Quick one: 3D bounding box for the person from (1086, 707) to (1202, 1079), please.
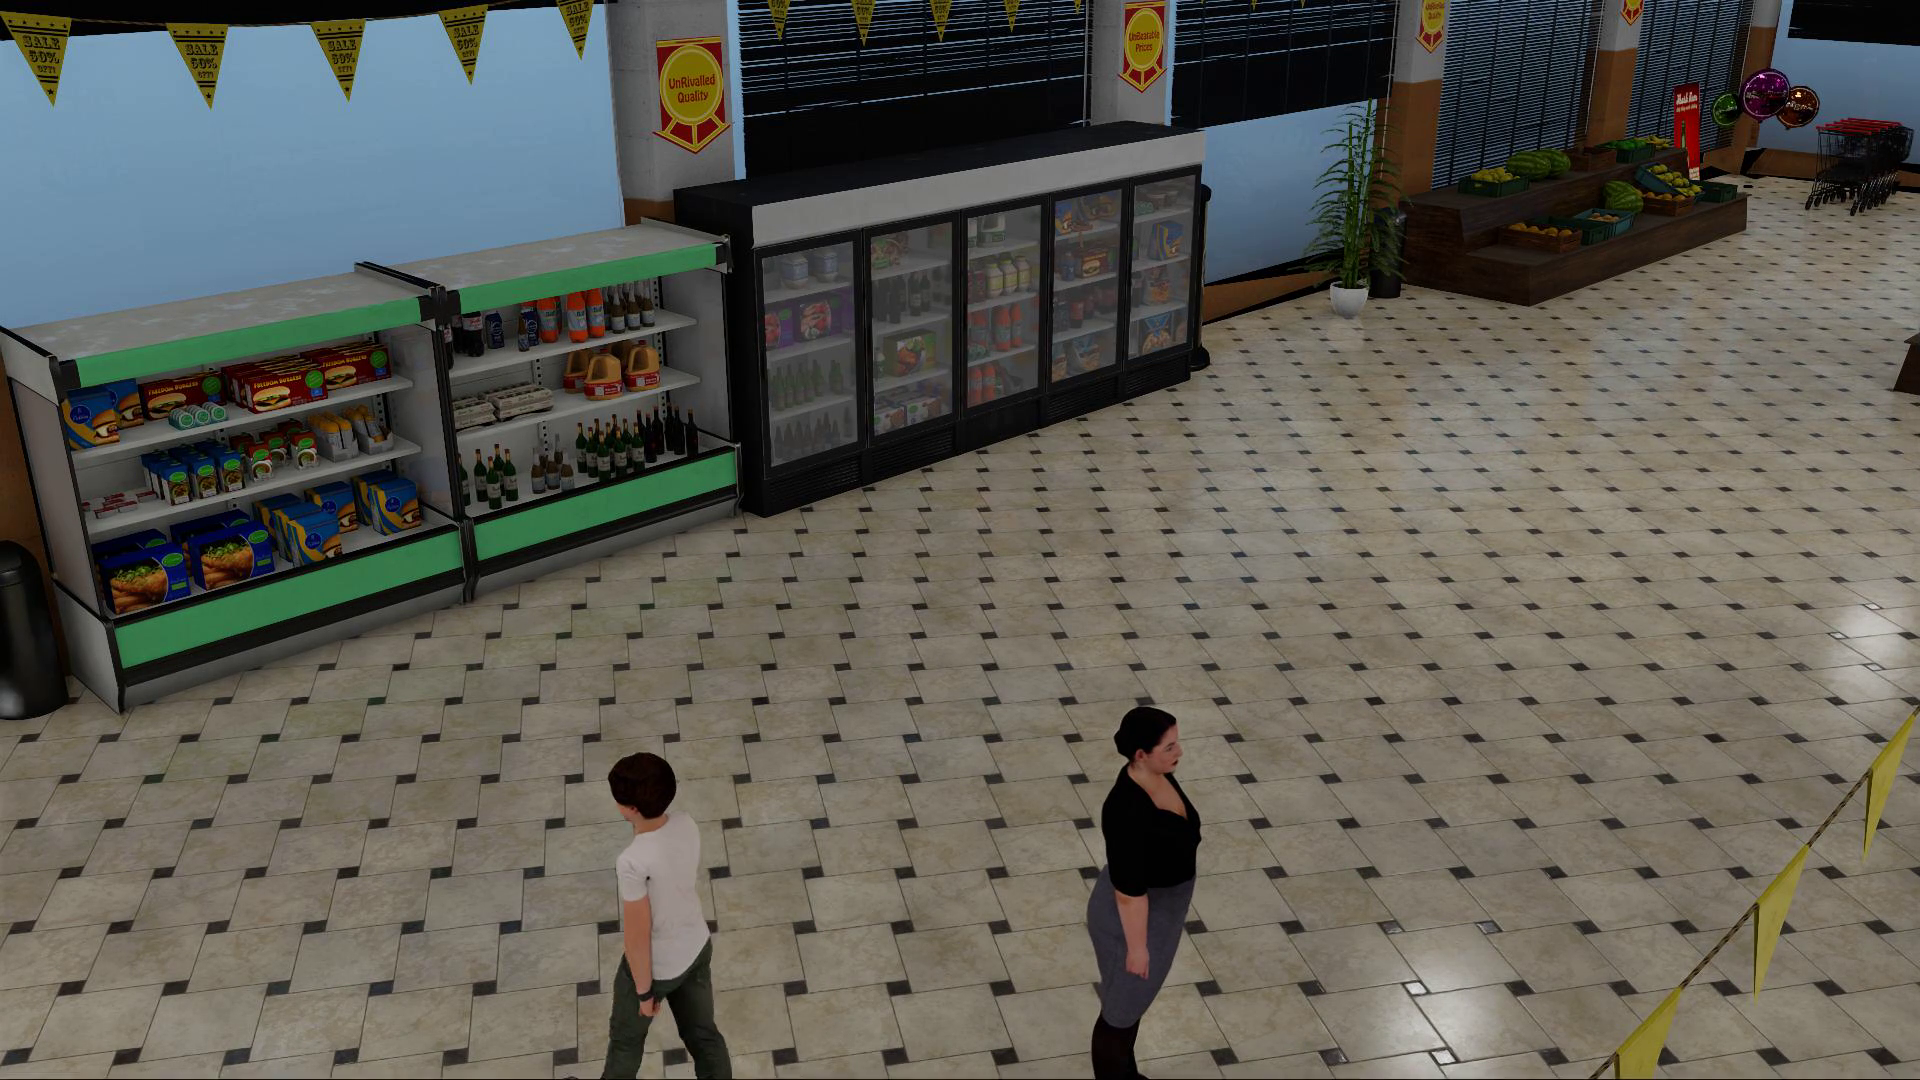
[{"bbox_3d":[0.630,1.380,6.079,0.842,1.758,0.729,7,23,16],"label":"person"}]

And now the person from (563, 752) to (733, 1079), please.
[{"bbox_3d":[-0.983,1.518,5.919,0.773,1.622,0.968,13,25,29],"label":"person"}]
